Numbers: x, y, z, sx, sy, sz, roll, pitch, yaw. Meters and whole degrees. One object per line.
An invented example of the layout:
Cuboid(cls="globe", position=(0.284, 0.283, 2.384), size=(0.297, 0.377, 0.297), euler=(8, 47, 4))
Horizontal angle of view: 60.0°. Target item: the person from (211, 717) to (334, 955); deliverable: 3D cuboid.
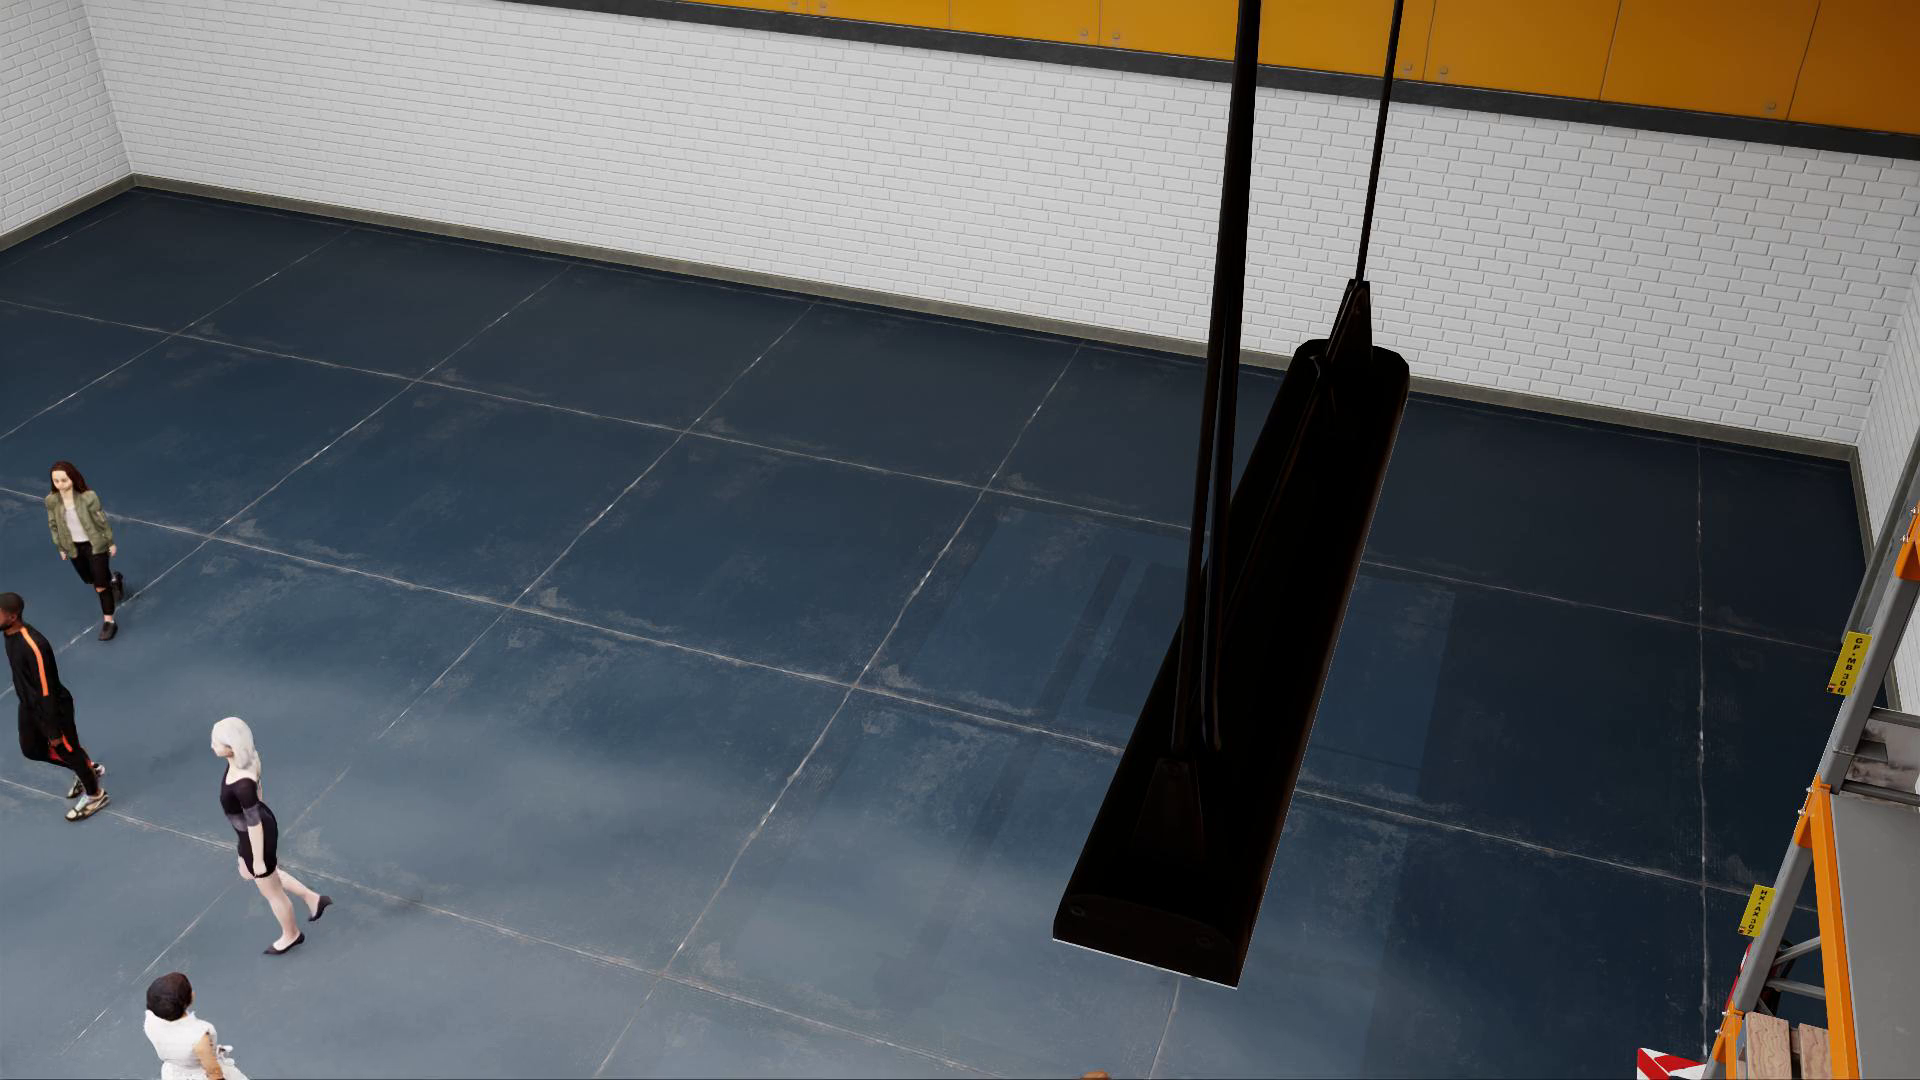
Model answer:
Cuboid(cls="person", position=(-4.074, 1.753, 9.893), size=(0.844, 1.823, 0.784), euler=(-13, 36, -19))

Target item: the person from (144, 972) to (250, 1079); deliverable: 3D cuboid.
Cuboid(cls="person", position=(-3.944, 2.848, 8.515), size=(0.648, 1.525, 1.016), euler=(6, 34, 8))

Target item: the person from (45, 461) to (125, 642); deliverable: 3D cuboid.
Cuboid(cls="person", position=(-6.712, 0.019, 12.831), size=(0.819, 1.458, 1.014), euler=(-2, 34, -3))

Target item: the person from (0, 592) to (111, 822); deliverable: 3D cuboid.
Cuboid(cls="person", position=(-5.920, 1.062, 10.955), size=(0.706, 1.798, 0.740), euler=(23, 40, 30))
